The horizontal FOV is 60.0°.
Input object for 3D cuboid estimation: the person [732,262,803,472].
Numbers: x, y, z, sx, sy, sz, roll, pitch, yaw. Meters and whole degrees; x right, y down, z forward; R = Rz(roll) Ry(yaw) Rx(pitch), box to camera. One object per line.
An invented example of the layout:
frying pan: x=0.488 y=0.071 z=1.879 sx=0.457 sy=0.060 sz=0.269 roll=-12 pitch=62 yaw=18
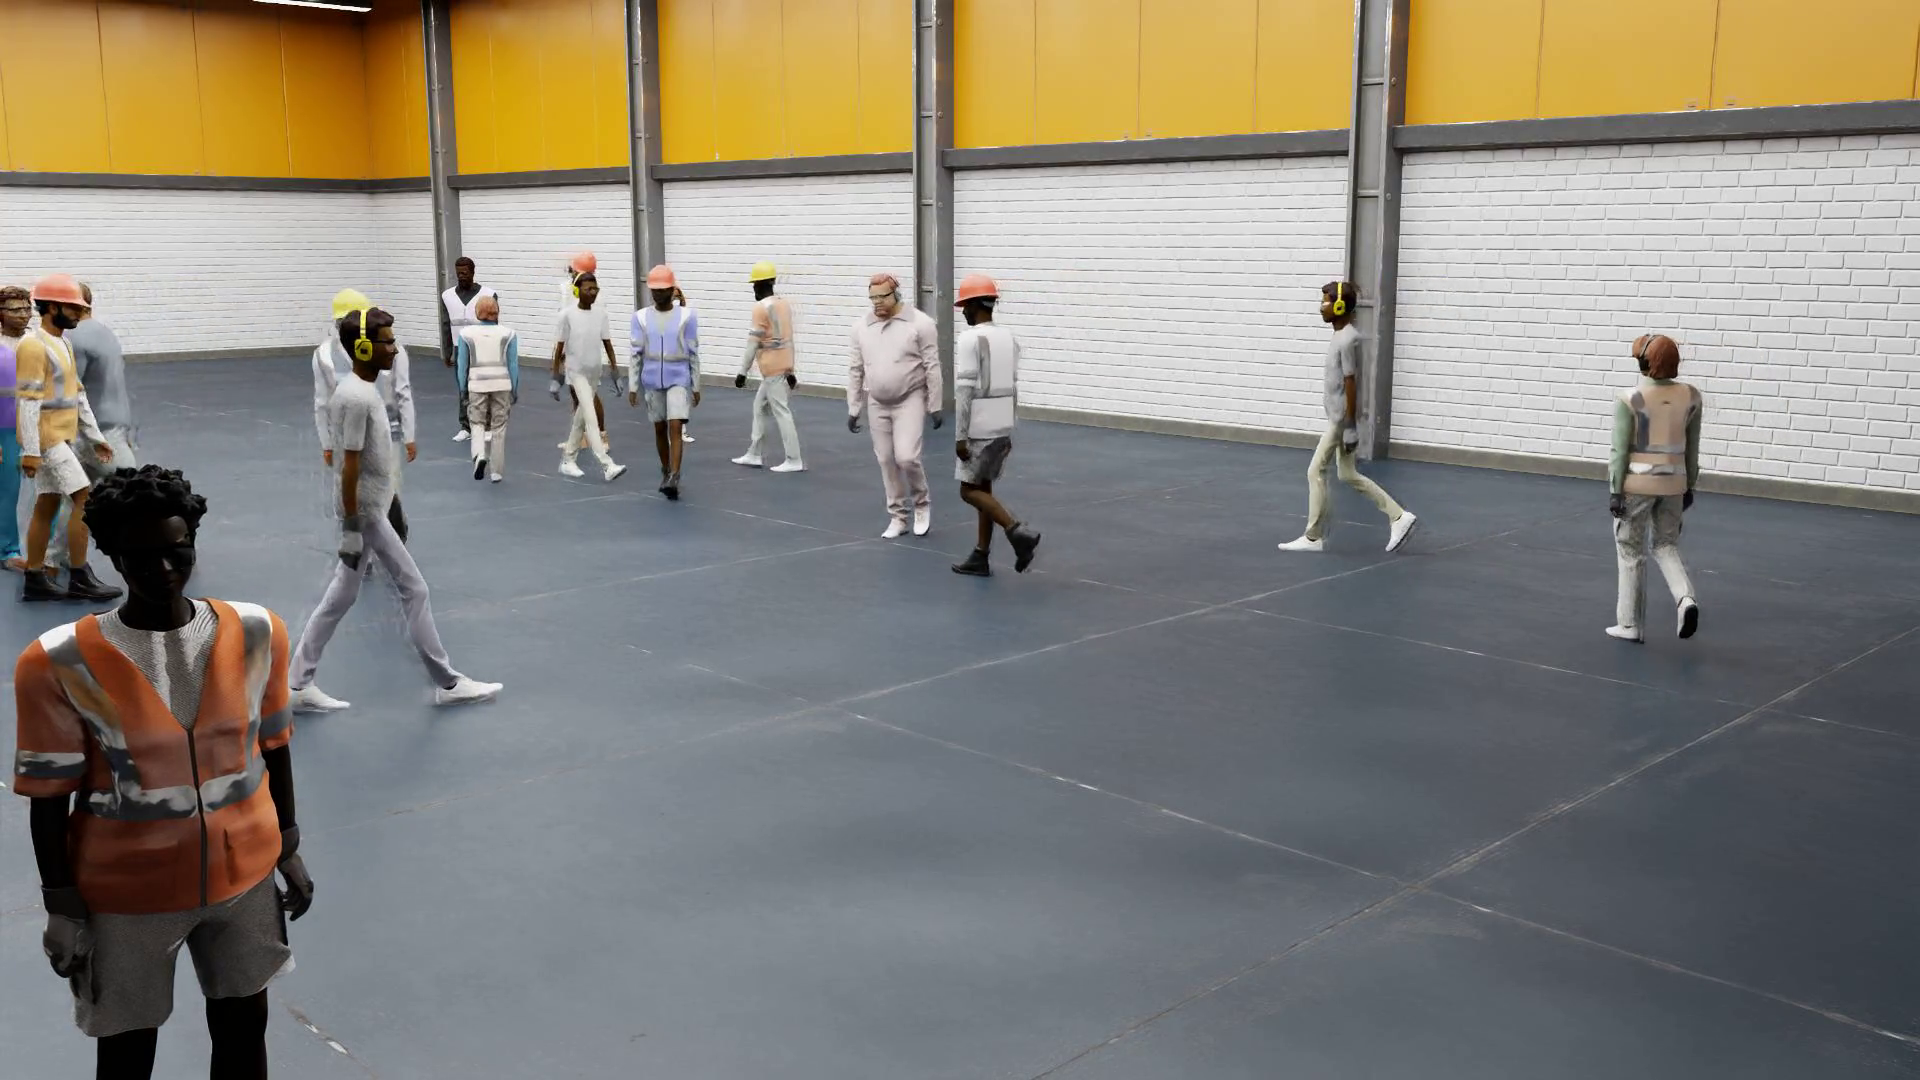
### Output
person: x=-1.801 y=-1.548 z=15.018 sx=0.866 sy=1.888 sz=0.590 roll=3 pitch=11 yaw=14

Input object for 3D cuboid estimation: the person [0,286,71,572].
person: x=-5.876 y=-0.682 z=10.476 sx=0.671 sy=1.813 sz=0.645 roll=5 pitch=12 yaw=27

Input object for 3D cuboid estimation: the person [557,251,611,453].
person: x=-3.751 y=-1.829 z=16.302 sx=0.737 sy=1.990 sz=0.390 roll=8 pitch=13 yaw=38

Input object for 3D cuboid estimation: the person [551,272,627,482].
person: x=-3.228 y=-1.416 z=14.515 sx=1.018 sy=1.802 sz=0.551 roll=9 pitch=14 yaw=41

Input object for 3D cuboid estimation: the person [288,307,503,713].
person: x=-2.624 y=-0.122 z=7.421 sx=0.972 sy=1.823 sz=0.544 roll=-4 pitch=11 yaw=-20

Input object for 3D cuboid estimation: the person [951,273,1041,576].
person: x=0.229 y=-0.681 z=10.264 sx=0.717 sy=1.901 sz=0.582 roll=8 pitch=13 yaw=37

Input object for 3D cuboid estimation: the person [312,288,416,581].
person: x=-3.738 y=-0.677 z=10.463 sx=0.597 sy=1.808 sz=0.612 roll=-3 pitch=11 yaw=-15

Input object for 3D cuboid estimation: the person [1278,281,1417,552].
person: x=2.628 y=-0.805 z=11.129 sx=0.844 sy=1.838 sz=0.505 roll=3 pitch=11 yaw=15

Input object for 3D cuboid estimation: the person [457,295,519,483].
person: x=-4.035 y=-1.280 z=14.265 sx=0.509 sy=1.625 sz=0.430 roll=-3 pitch=11 yaw=-14

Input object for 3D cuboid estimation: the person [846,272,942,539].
person: x=-0.476 y=-0.933 z=11.672 sx=0.675 sy=1.886 sz=0.426 roll=4 pitch=11 yaw=22

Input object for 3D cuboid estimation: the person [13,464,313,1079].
person: x=-1.567 y=0.687 z=3.336 sx=0.541 sy=1.695 sz=0.316 roll=-10 pitch=14 yaw=-44

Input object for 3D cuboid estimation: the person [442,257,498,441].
person: x=-5.070 y=-1.977 z=17.286 sx=0.592 sy=1.912 sz=0.380 roll=0 pitch=10 yaw=2

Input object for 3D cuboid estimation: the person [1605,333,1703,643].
person: x=3.604 y=-0.246 z=8.596 sx=0.520 sy=1.629 sz=0.466 roll=-2 pitch=11 yaw=-9

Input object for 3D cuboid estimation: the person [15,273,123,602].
person: x=-5.184 y=-0.583 z=9.680 sx=0.720 sy=1.904 sz=0.555 roll=-3 pitch=11 yaw=-18

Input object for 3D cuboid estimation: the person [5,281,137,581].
person: x=-5.326 y=-0.654 z=10.202 sx=1.069 sy=1.870 sz=0.641 roll=-3 pitch=11 yaw=-16

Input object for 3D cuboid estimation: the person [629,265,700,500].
person: x=-2.421 y=-1.281 z=13.552 sx=0.561 sy=1.881 sz=0.961 roll=0 pitch=10 yaw=2

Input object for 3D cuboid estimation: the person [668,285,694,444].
person: x=-2.942 y=-1.802 z=17.081 sx=0.508 sy=1.632 sz=0.264 roll=-10 pitch=14 yaw=-44
